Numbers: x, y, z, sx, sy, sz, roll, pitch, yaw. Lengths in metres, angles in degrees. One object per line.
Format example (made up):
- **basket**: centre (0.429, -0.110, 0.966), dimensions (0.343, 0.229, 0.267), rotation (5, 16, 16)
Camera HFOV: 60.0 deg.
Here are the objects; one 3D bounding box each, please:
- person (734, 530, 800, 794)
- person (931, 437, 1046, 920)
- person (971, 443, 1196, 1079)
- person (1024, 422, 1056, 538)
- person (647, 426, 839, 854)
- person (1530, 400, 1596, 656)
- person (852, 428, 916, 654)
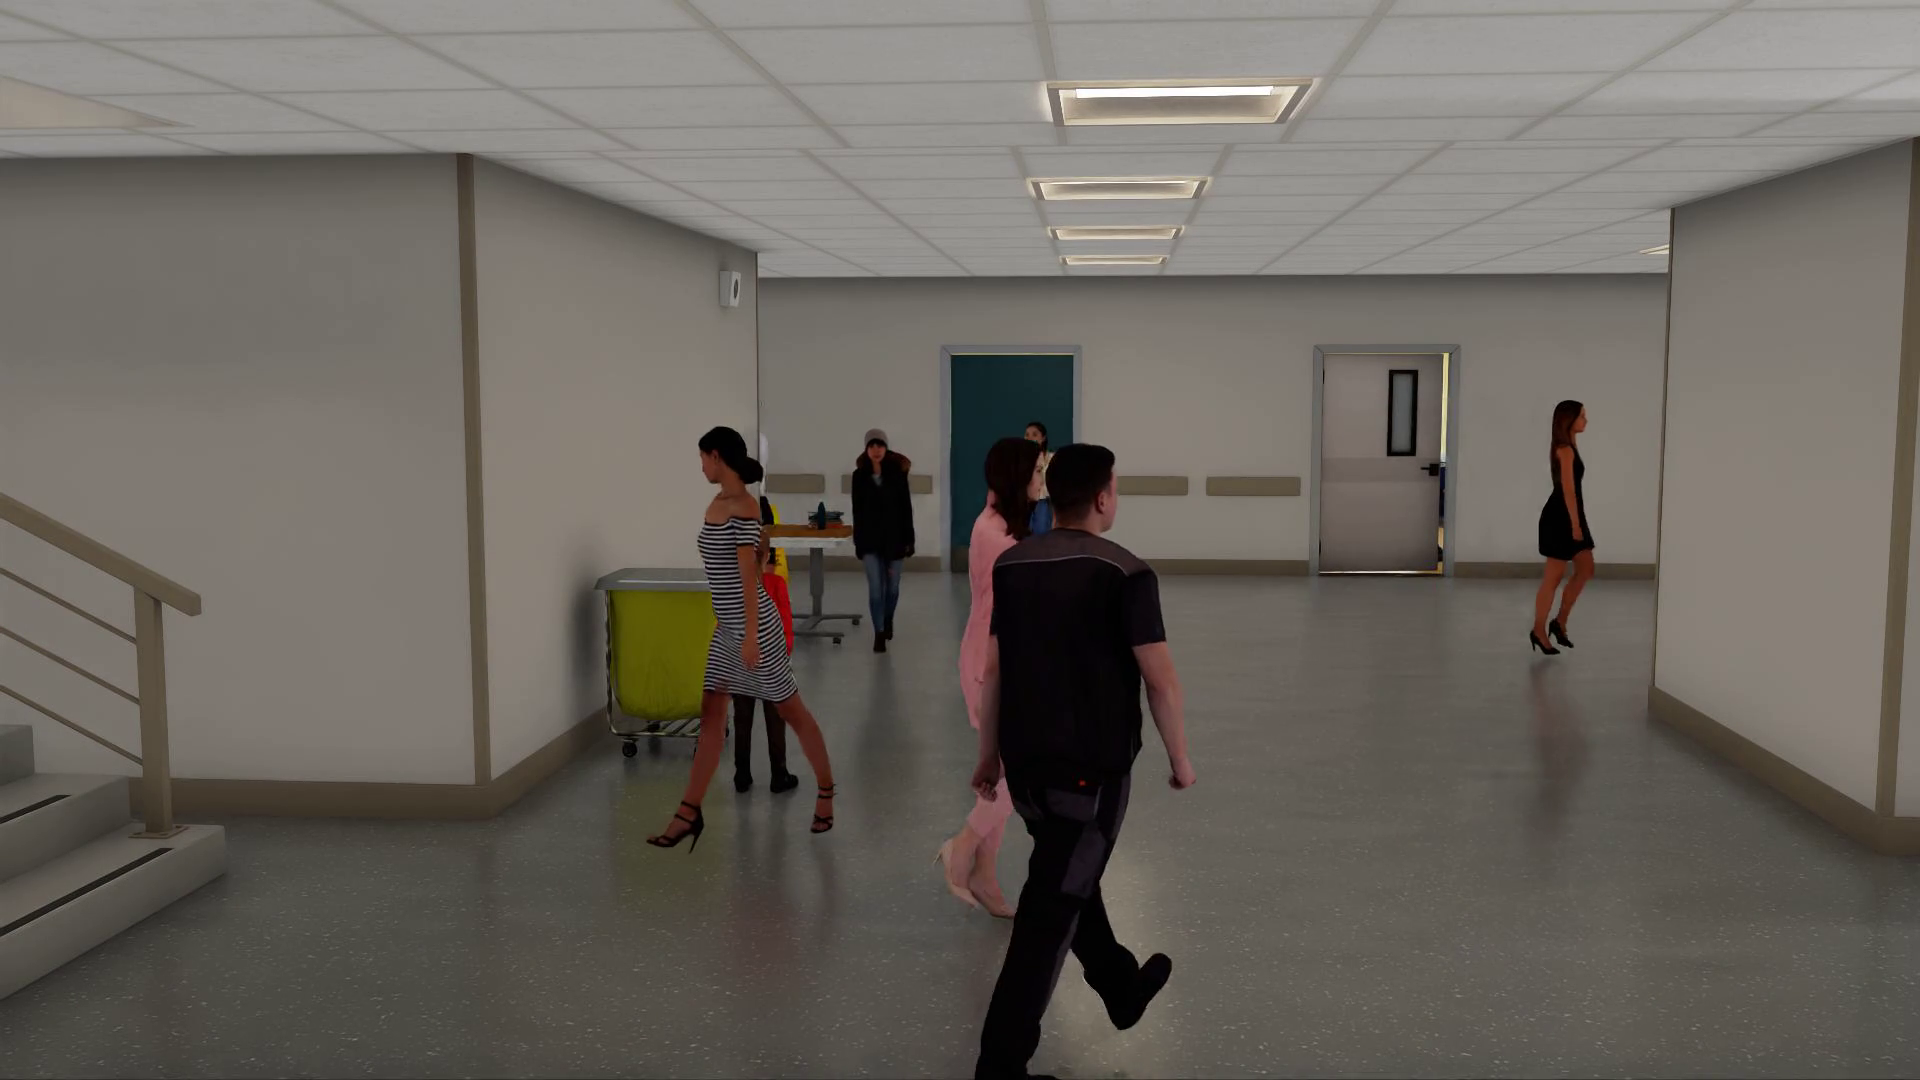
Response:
- **person**: centre (-0.985, 0.580, 8.092), dimensions (0.456, 1.281, 0.568), rotation (1, 6, 10)
- **person**: centre (0.060, 0.523, 6.166), dimensions (0.667, 1.780, 0.642), rotation (1, 6, 13)
- **person**: centre (0.237, 0.679, 4.521), dimensions (1.250, 1.798, 1.229), rotation (-6, 8, -44)
- **person**: centre (0.656, -0.174, 13.892), dimensions (0.599, 1.620, 0.753), rotation (2, 6, 17)
- **person**: centre (-0.824, 0.446, 7.065), dimensions (1.226, 1.754, 1.126), rotation (-4, 7, -38)
- **person**: centre (4.211, -0.073, 11.885), dimensions (0.725, 1.822, 0.670), rotation (2, 6, 21)
- **person**: centre (-0.567, 0.007, 12.194), dimensions (1.048, 1.599, 0.776), rotation (0, 6, -4)
